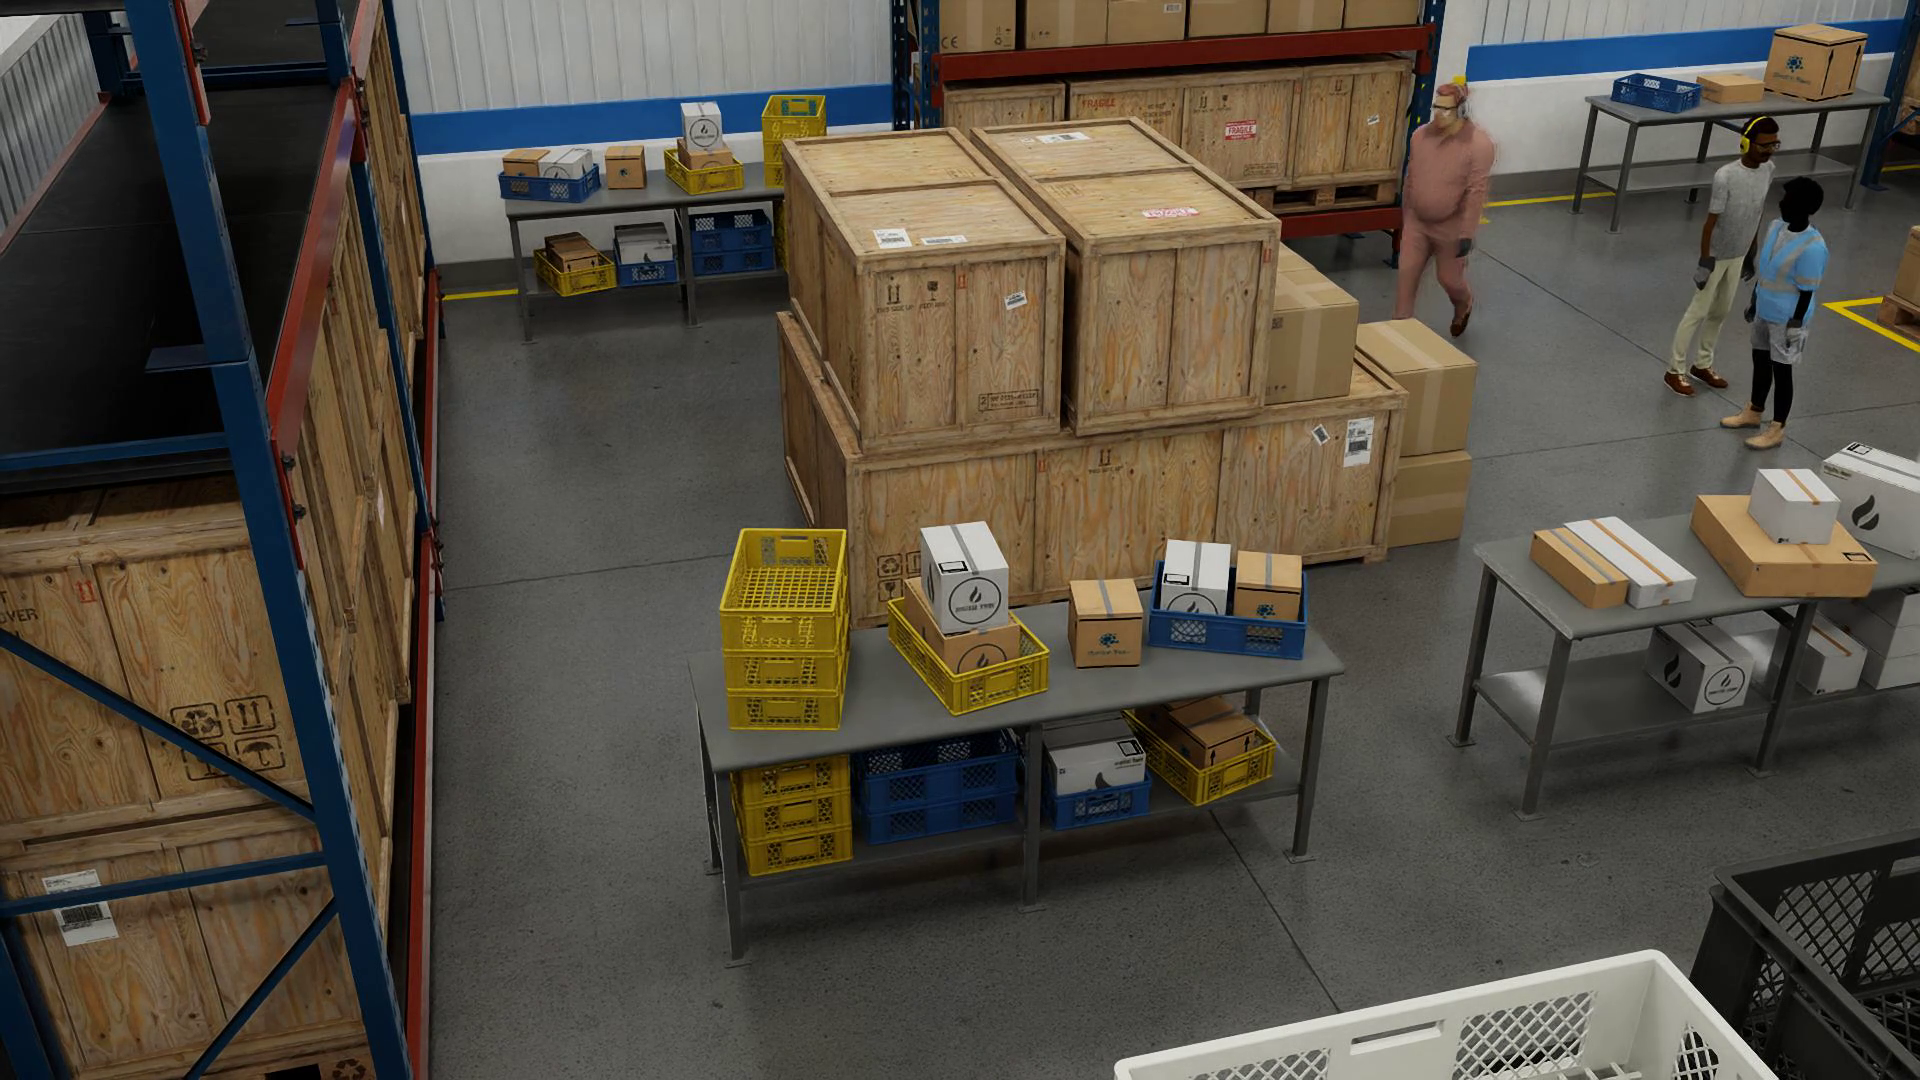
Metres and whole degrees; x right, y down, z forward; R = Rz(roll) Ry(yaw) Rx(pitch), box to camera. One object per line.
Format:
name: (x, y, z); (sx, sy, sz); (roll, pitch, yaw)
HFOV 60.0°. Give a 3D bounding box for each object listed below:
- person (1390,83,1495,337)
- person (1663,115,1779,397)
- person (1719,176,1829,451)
person: (3.319, -2.210, 11.450); (0.648, 1.878, 0.822); (24, 37, 36)
person: (4.982, -1.837, 10.797); (0.516, 1.860, 0.346); (-13, 31, -22)
person: (4.999, -1.382, 10.143); (0.322, 1.692, 0.534); (-2, 29, -4)
